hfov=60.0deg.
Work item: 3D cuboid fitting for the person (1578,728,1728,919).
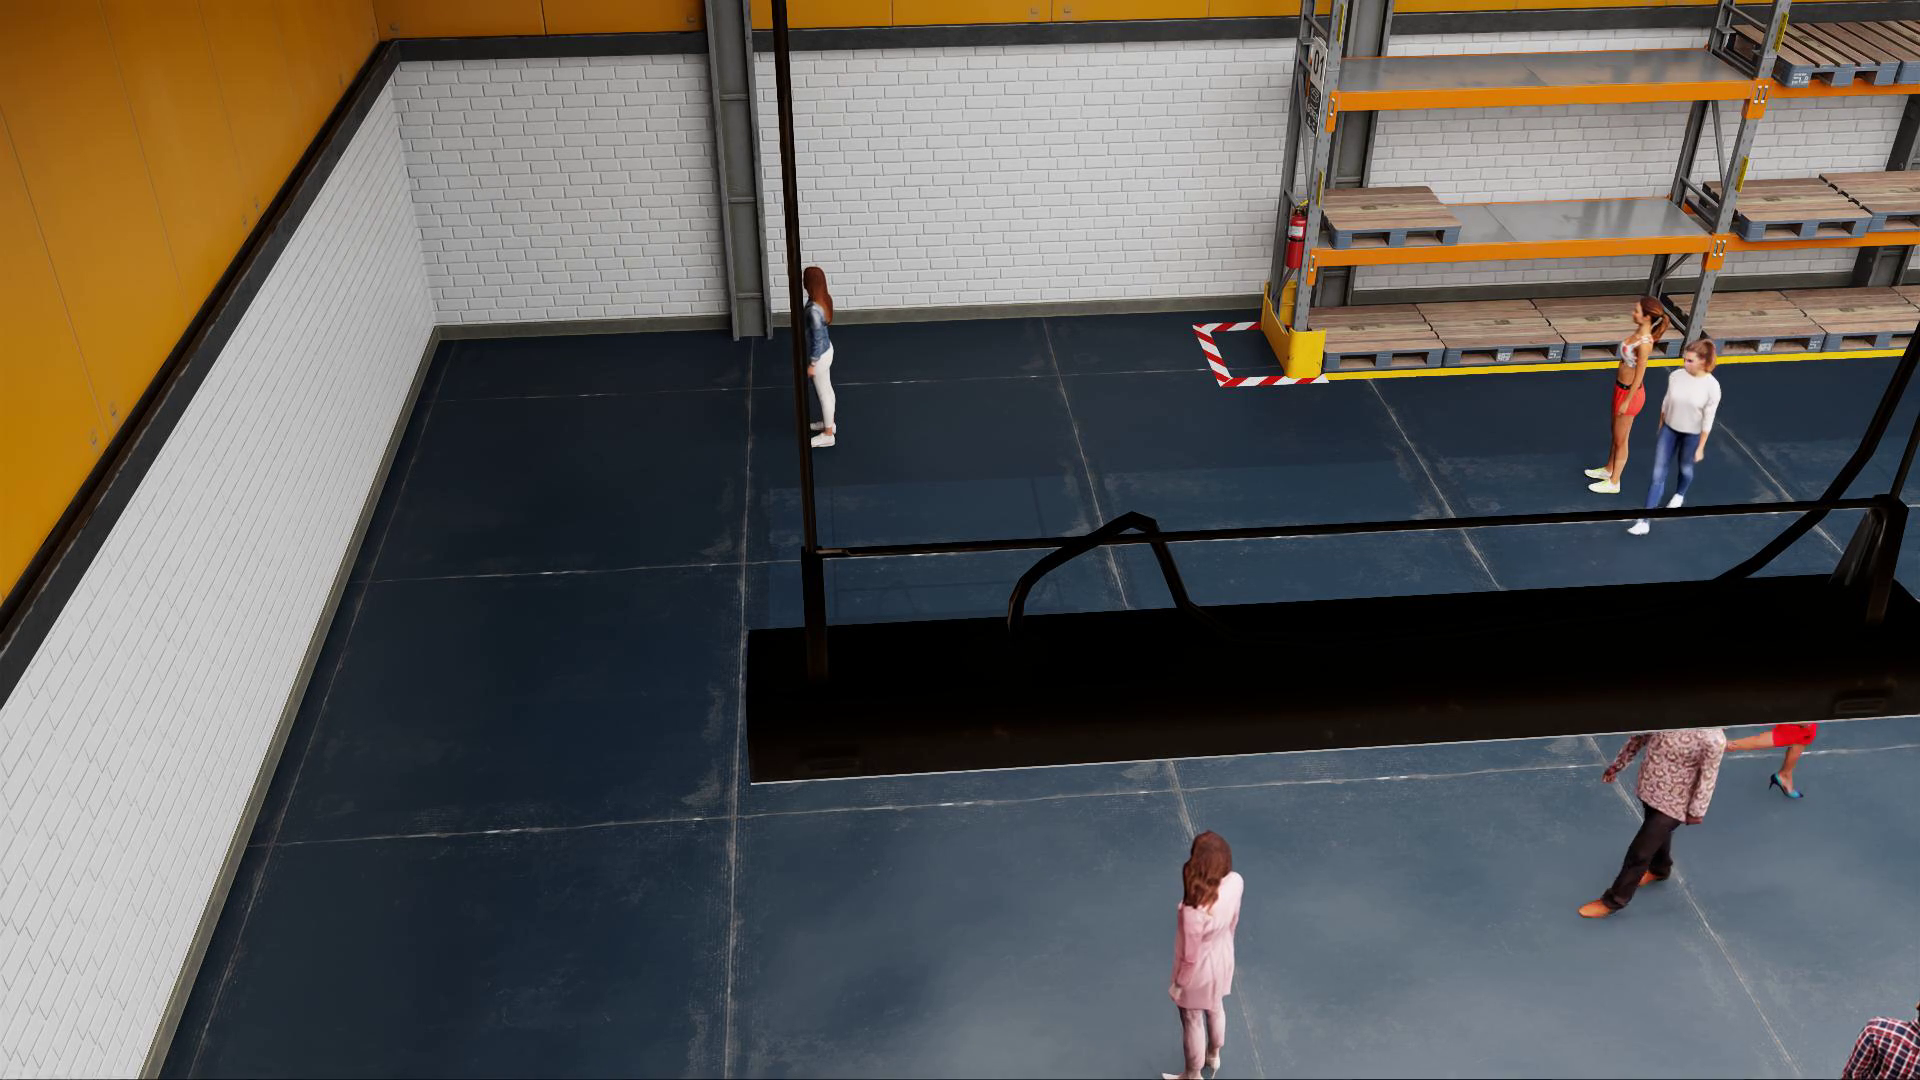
[{"bbox_3d":[4.321,1.484,9.996,1.057,1.778,0.806,-7,34,-11],"label":"person"}]

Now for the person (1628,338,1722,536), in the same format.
[{"bbox_3d":[5.956,-0.872,13.627,1.188,1.683,1.070,-29,43,-36],"label":"person"}]

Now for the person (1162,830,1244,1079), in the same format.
[{"bbox_3d":[1.294,2.258,8.811,0.661,1.801,0.749,-28,43,-35],"label":"person"}]

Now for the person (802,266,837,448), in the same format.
[{"bbox_3d":[-1.234,-1.638,14.762,0.550,1.702,0.637,1,34,1],"label":"person"}]

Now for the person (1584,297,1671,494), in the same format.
[{"bbox_3d":[5.651,-1.225,14.059,0.661,1.791,0.644,8,34,12],"label":"person"}]
